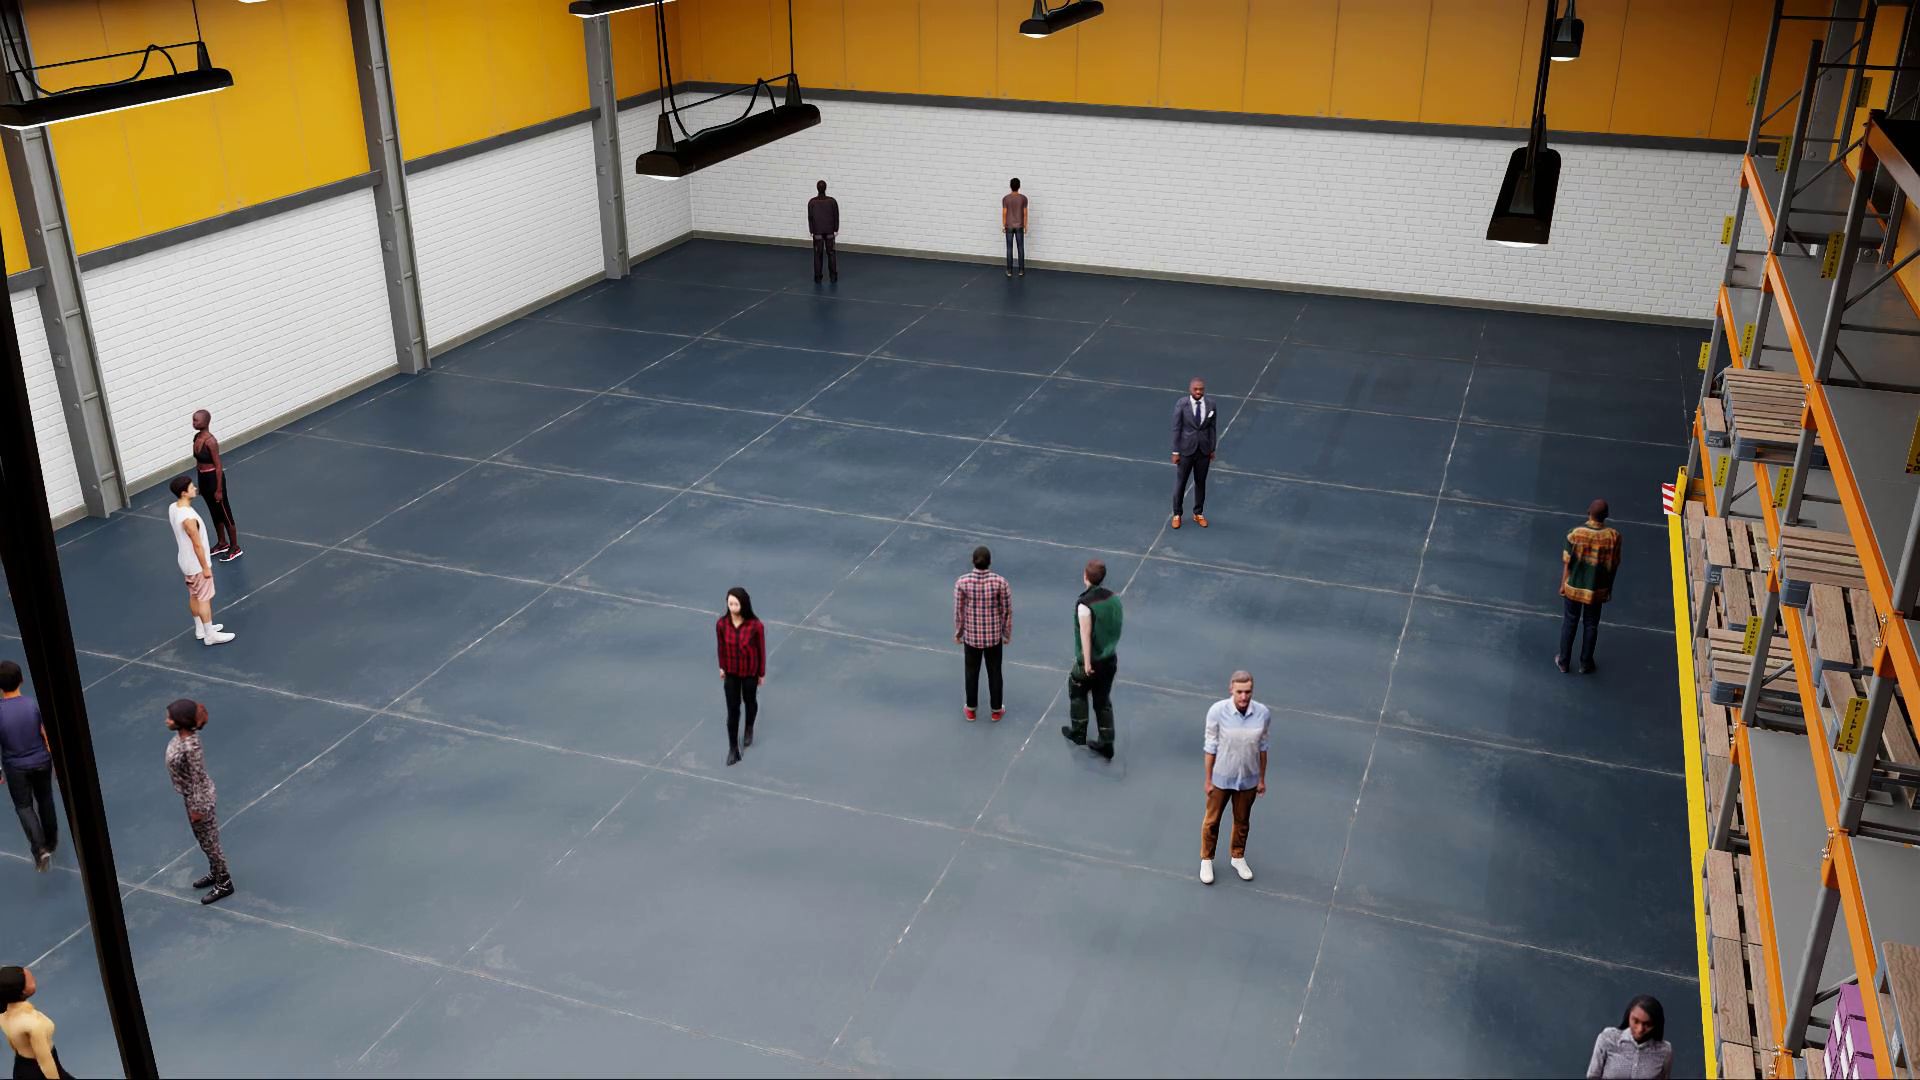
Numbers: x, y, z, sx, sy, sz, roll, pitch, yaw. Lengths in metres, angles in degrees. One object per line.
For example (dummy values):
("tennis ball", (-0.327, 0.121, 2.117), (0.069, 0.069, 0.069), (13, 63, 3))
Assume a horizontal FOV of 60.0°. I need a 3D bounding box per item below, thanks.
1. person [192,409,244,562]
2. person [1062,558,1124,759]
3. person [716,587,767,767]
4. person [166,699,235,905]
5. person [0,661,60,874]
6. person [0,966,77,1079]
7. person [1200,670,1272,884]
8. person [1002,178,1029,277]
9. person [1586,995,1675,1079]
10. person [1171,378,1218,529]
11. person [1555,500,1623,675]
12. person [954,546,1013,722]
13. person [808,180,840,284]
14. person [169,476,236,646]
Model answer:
("person", (-8.436, -0.642, 18.809), (0.634, 1.758, 0.608), (16, 28, 32))
("person", (1.241, 1.102, 14.783), (0.938, 1.786, 0.917), (19, 30, 37))
("person", (-1.935, 1.134, 14.905), (0.771, 1.629, 1.016), (2, 24, 4))
("person", (-5.879, 1.992, 12.836), (0.729, 1.714, 0.684), (-15, 28, -31))
("person", (-7.382, 1.820, 13.156), (1.039, 1.773, 1.050), (-14, 27, -29))
("person", (-5.567, 3.287, 9.956), (0.638, 1.648, 0.662), (14, 27, 28))
("person", (2.145, 1.830, 13.067), (0.768, 1.826, 0.748), (-3, 24, -6))
("person", (1.002, -5.736, 30.435), (0.692, 1.779, 0.670), (-1, 24, -1))
("person", (3.851, 3.363, 9.687), (0.601, 1.724, 0.530), (10, 26, 22))
("person", (2.763, -1.050, 19.660), (0.789, 1.824, 0.770), (-3, 24, -7))
("person", (6.118, 0.450, 16.249), (0.715, 1.807, 0.674), (6, 24, 14))
("person", (0.212, 0.860, 15.368), (0.759, 1.760, 0.709), (1, 24, 2))
("person", (-2.455, -5.556, 29.949), (0.797, 1.839, 0.767), (-3, 24, -8))
("person", (-7.758, 0.203, 16.836), (0.729, 1.789, 0.726), (-20, 31, -38))
